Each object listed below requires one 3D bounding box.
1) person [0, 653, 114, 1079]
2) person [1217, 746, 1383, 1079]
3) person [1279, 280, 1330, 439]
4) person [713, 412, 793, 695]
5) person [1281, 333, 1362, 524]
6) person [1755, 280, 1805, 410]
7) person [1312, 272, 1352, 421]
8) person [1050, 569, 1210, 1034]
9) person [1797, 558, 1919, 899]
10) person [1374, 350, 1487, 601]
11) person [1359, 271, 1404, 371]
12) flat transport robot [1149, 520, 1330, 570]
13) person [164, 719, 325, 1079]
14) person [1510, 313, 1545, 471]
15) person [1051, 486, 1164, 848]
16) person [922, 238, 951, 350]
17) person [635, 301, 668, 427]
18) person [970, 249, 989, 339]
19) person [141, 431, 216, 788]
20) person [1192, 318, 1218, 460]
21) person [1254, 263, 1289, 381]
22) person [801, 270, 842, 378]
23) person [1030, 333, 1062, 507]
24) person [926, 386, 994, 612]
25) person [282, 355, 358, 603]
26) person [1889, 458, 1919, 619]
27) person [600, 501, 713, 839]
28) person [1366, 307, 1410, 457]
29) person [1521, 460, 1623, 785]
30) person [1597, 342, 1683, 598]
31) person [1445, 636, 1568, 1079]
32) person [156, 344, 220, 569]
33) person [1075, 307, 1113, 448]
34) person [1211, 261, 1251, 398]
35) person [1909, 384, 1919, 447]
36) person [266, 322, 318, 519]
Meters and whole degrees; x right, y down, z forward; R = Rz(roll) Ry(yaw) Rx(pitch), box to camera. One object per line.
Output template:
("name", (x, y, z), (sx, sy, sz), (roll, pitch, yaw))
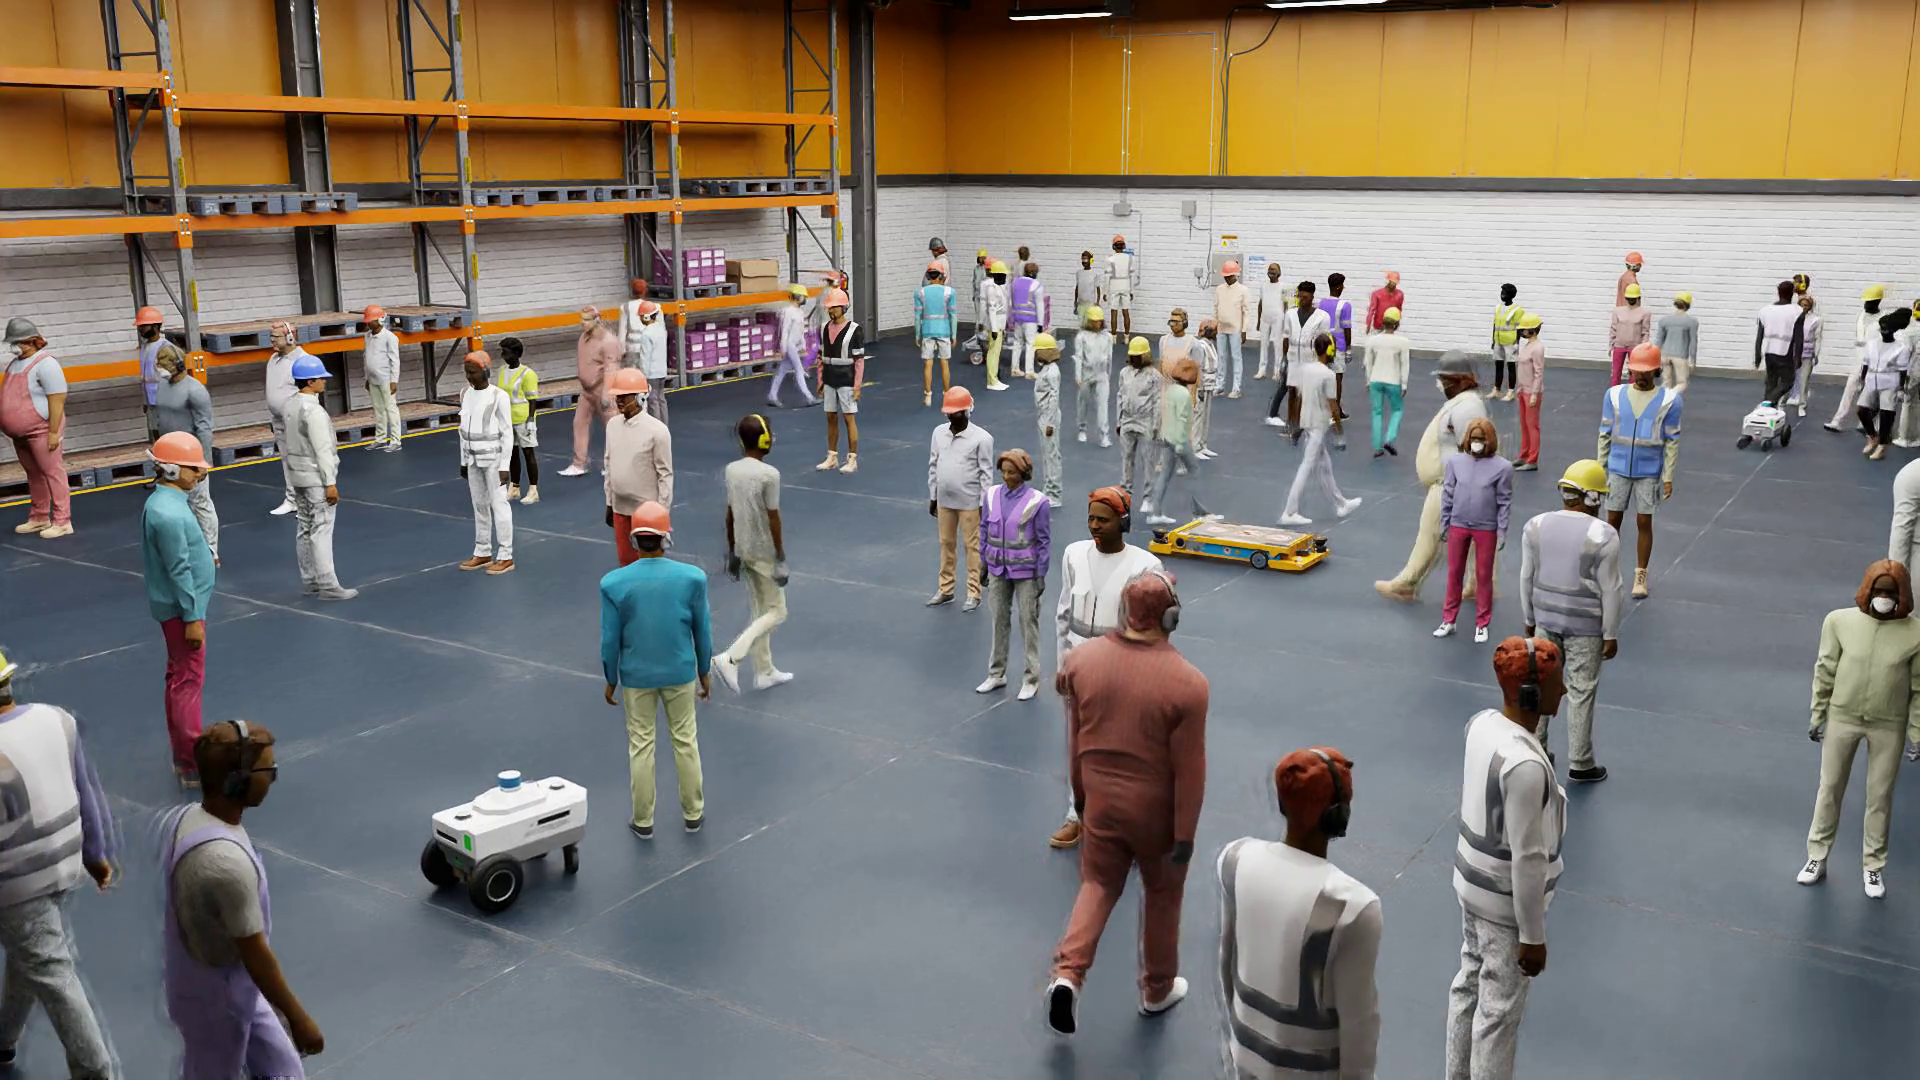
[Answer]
("person", (-3.526, 1.220, 6.073), (0.879, 1.782, 0.615), (2, 13, 7))
("person", (1.002, 1.478, 4.762), (0.495, 1.870, 0.603), (-10, 16, -37))
("person", (4.277, -2.239, 20.680), (0.603, 1.966, 0.368), (8, 15, 32))
("person", (-1.347, 0.104, 10.759), (0.621, 1.852, 0.522), (-12, 18, -43))
("person", (3.504, -1.056, 15.886), (0.987, 1.806, 0.569), (-5, 14, -19))
("person", (10.599, -2.414, 21.583), (0.599, 1.898, 0.592), (-9, 16, -35))
("person", (4.949, -2.567, 22.101), (0.367, 1.966, 0.604), (-12, 18, -43))
("person", (0.665, 1.056, 6.578), (0.638, 1.881, 0.727), (8, 15, 31))
("person", (4.295, 0.881, 7.878), (0.498, 1.632, 0.286), (8, 15, 32))
("person", (3.767, -0.515, 13.041), (0.973, 2.000, 0.690), (5, 14, 20))
("person", (6.823, -3.519, 26.867), (0.593, 1.690, 0.953), (-1, 13, -6))
("flat transport robot", (2.443, 0.027, 14.566), (1.431, 0.197, 0.652), (8, 15, 31))
("person", (-2.185, 1.420, 5.173), (0.911, 1.792, 0.503), (-7, 15, -29))
("person", (6.336, -1.649, 18.572), (0.329, 1.763, 0.523), (0, 13, 1))
("person", (0.725, 0.658, 8.302), (0.572, 1.883, 0.356), (8, 15, 32))
("person", (-0.429, -4.499, 30.320), (0.536, 2.000, 0.676), (1, 13, 5))
("person", (-3.781, -2.050, 20.356), (0.349, 1.743, 0.556), (3, 13, 13))
("person", (0.434, -4.669, 31.711), (0.484, 1.744, 0.294), (8, 15, 32))
("person", (-4.308, 0.382, 9.269), (0.393, 1.985, 0.611), (-8, 15, -30))
("person", (2.827, -1.753, 19.310), (0.316, 1.634, 0.520), (5, 14, 21))
("person", (4.887, -3.418, 26.063), (0.506, 1.844, 0.342), (8, 15, 32))
("person", (-2.132, -3.408, 26.329), (0.812, 1.712, 0.598), (-8, 15, -31))
("person", (0.857, -1.199, 16.661), (0.325, 1.740, 0.492), (-1, 13, -6))
("person", (-0.017, -0.323, 12.839), (0.561, 1.749, 0.331), (8, 15, 32))
("person", (-5.075, -0.481, 13.091), (0.389, 1.949, 0.604), (-12, 18, -43))
("person", (6.146, 0.155, 10.426), (0.648, 1.907, 0.401), (-2, 13, -9))
("person", (-1.559, 0.664, 8.559), (0.569, 1.747, 0.340), (-4, 14, -16))
("person", (4.986, -1.839, 19.413), (0.537, 1.753, 0.365), (8, 15, 30))
("person", (3.426, 0.456, 9.308), (0.403, 1.823, 0.586), (-11, 17, -39))
("person", (5.357, -0.552, 13.202), (0.604, 2.042, 0.381), (8, 15, 32))
("person", (1.891, 1.246, 5.747), (0.355, 1.883, 0.573), (0, 13, 0))
("person", (-6.525, -0.684, 13.998), (0.628, 1.939, 0.373), (8, 15, 32))
("person", (1.618, -1.984, 20.184), (0.500, 1.691, 0.918), (-3, 13, -11))
("person", (3.919, -3.059, 24.196), (0.610, 1.986, 0.392), (11, 17, 40))
("person", (11.705, -1.915, 20.068), (0.470, 1.616, 0.573), (0, 13, 2))
("person", (-6.496, -1.162, 16.139), (0.638, 1.909, 0.408), (8, 15, 32))
